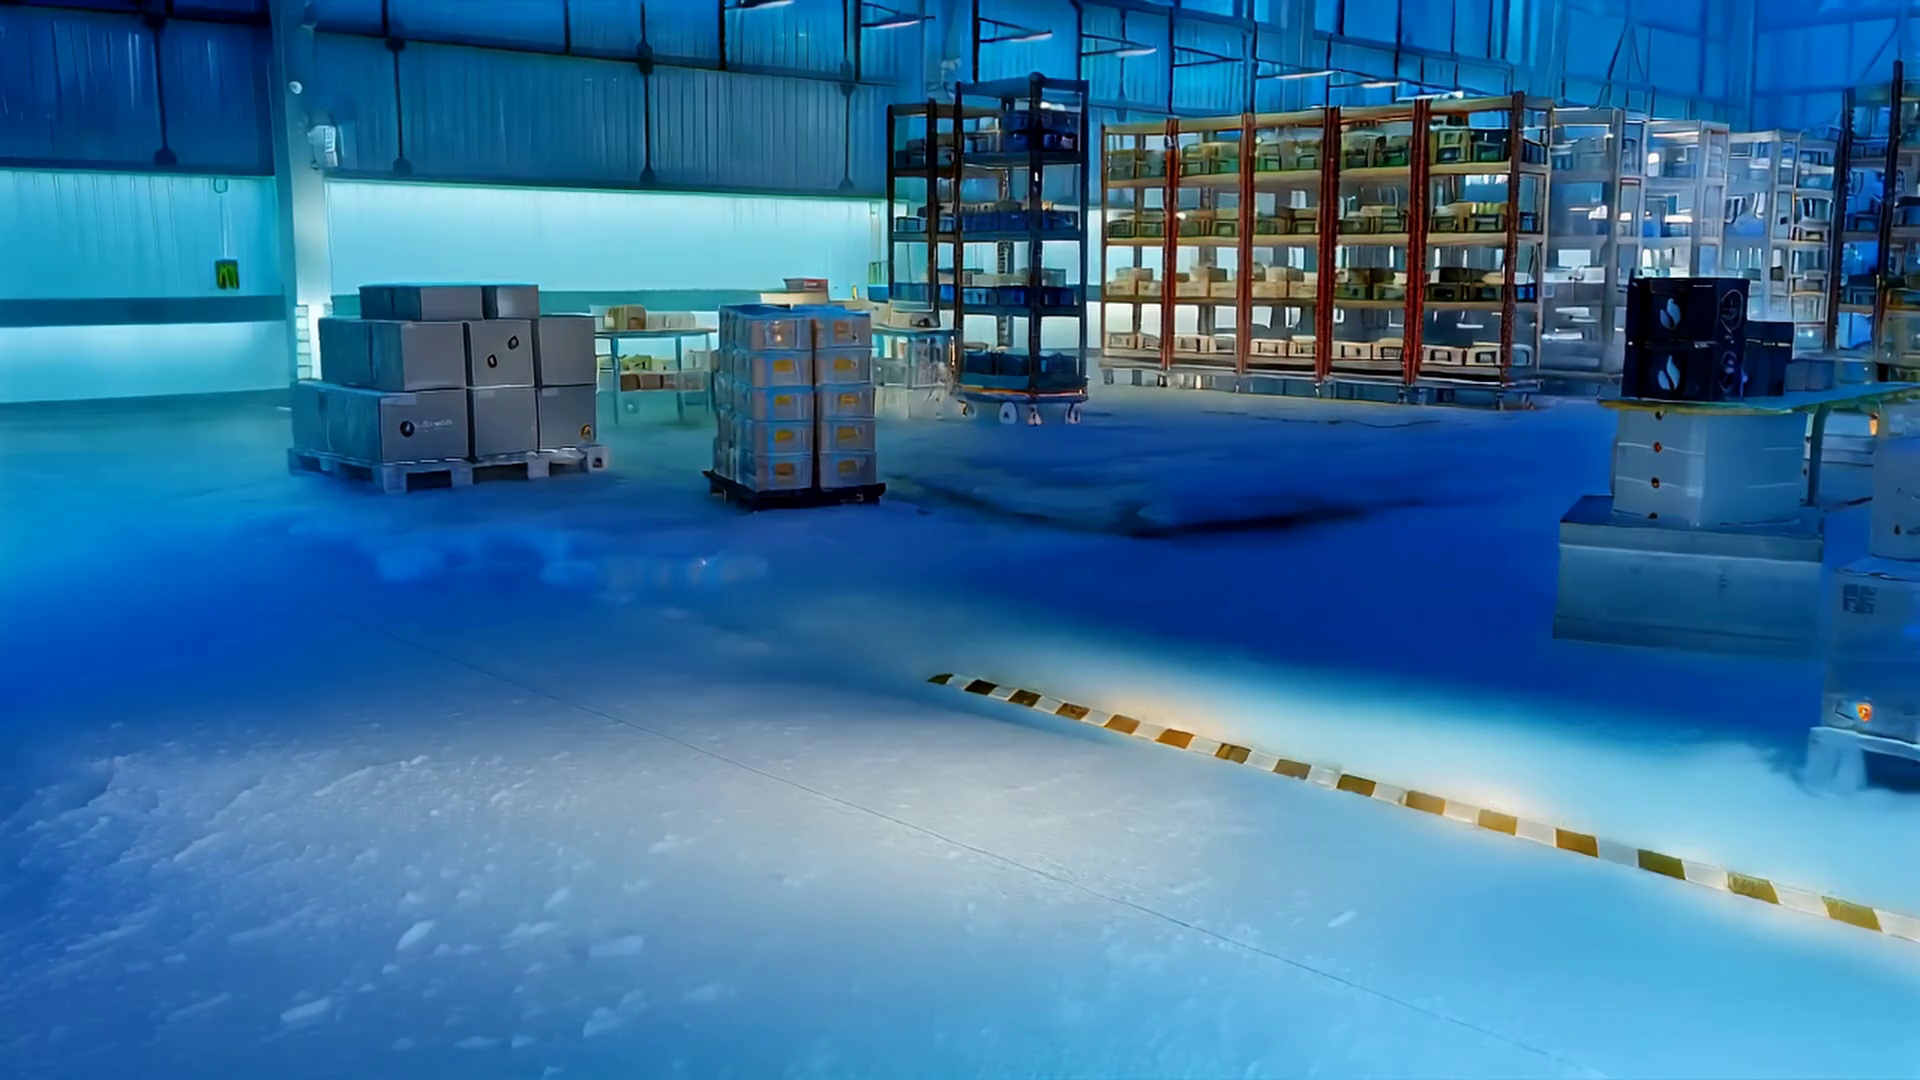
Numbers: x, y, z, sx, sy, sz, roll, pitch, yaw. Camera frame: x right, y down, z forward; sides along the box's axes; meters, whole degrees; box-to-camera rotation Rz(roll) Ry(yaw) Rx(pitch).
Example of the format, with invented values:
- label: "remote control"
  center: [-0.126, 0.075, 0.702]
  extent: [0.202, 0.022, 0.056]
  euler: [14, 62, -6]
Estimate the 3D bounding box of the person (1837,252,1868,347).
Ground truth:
- label: "person"
  center: [12.004, -2.946, 22.423]
  extent: [0.389, 1.849, 0.567]
  euler: [2, 10, 11]
